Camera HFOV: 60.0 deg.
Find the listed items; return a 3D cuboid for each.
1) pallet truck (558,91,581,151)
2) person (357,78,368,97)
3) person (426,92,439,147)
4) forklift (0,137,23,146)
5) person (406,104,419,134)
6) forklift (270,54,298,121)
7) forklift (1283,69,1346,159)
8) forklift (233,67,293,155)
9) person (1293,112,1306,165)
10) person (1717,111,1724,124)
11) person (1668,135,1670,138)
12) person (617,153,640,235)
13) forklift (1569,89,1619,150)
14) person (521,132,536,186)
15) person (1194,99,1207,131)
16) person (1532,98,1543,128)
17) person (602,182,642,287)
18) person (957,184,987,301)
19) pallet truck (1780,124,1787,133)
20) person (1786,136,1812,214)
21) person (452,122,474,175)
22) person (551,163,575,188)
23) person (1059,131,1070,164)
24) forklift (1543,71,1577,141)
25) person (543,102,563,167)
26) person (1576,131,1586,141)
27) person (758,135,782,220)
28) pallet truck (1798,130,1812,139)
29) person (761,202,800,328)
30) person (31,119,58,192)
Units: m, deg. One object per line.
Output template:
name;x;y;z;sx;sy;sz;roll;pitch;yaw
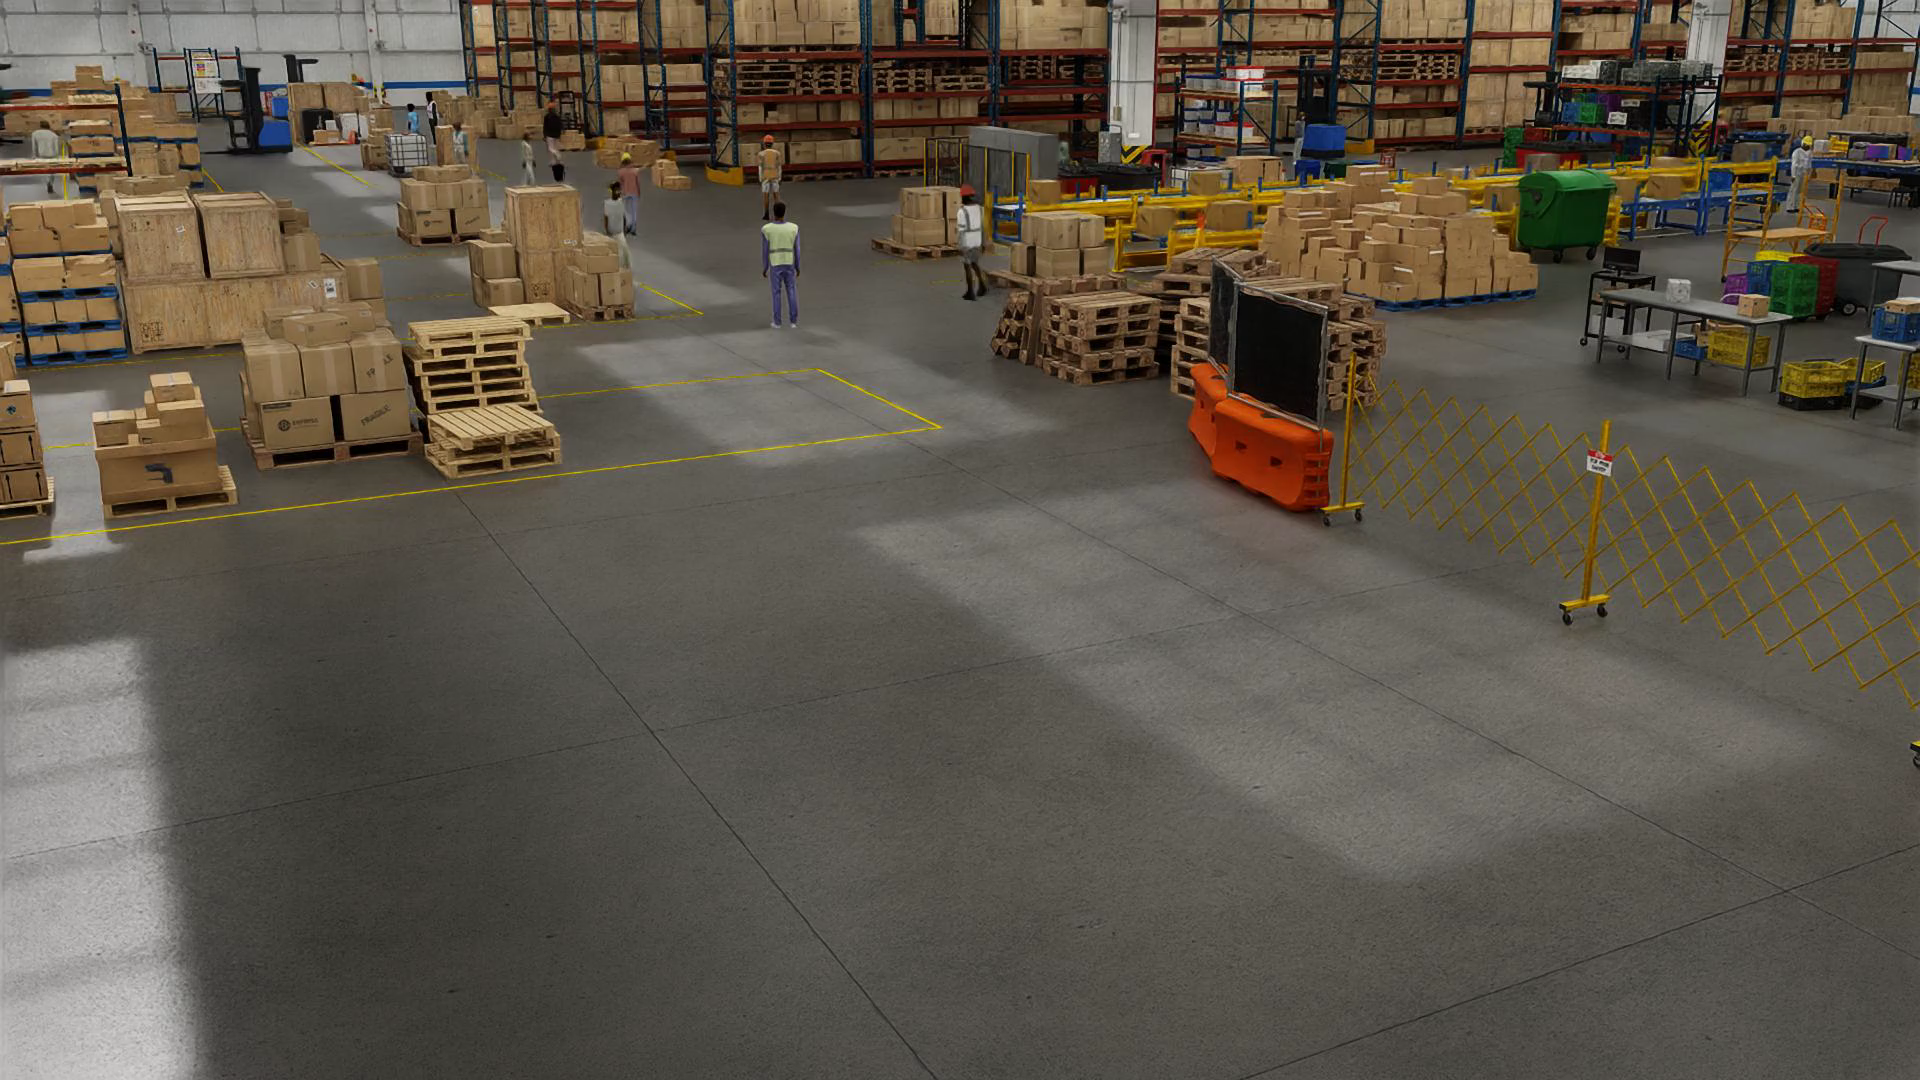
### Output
pallet truck;-13.495;-14.412;57.188;0.823;1.965;1.885;-3;18;-9
person;-25.206;-18.488;70.061;0.550;1.899;0.962;1;18;4
person;-18.562;-14.816;58.592;0.391;1.912;0.589;-12;21;-33
forklift;-34.698;-15.445;58.987;1.873;2.768;1.129;4;18;12
person;-18.150;-13.635;55.313;0.534;1.695;0.581;5;19;16
forklift;-28.276;-19.157;70.557;1.873;2.768;1.129;-9;20;-26
forklift;11.615;-13.871;54.079;1.129;2.768;1.873;-9;20;-27
forklift;-23.423;-14.297;55.405;1.873;2.768;1.129;-9;20;-26
person;10.629;-12.557;51.993;0.283;1.631;0.503;17;24;42
person;23.000;-12.226;50.784;0.540;1.735;0.783;-2;18;-6
person;26.032;-15.365;60.250;0.814;1.956;0.636;9;20;25
person;-7.153;-7.472;35.954;0.521;1.746;0.401;-7;19;-22
forklift;21.805;-14.717;56.716;1.873;2.768;1.129;-9;20;-27
person;-11.235;-9.882;43.645;0.562;1.621;0.546;1;18;3
person;9.106;-16.104;62.967;0.542;1.679;0.603;8;19;23
person;19.906;-14.360;57.401;0.312;1.768;0.524;16;24;40
person;-5.989;-5.334;29.163;0.539;1.834;0.875;-16;24;-41
person;0.172;-4.988;27.915;0.595;1.928;0.460;-14;23;-37
pallet truck;25.206;-12.542;52.601;1.601;1.201;0.680;0;18;-2
person;20.059;-8.704;39.674;0.586;1.823;0.403;-9;20;-25
person;-14.216;-11.091;47.435;0.524;1.619;0.589;8;19;24
person;-7.487;-6.160;31.558;0.675;1.943;0.606;11;21;31
person;2.681;-10.029;44.125;0.493;1.617;0.514;-13;22;-35
forklift;18.685;-13.231;52.085;1.873;2.768;1.129;-9;20;-26
person;-12.461;-12.402;50.957;0.652;1.974;0.638;12;21;32
person;18.398;-11.733;49.056;0.978;1.879;0.607;1;18;2
person;-4.401;-8.392;38.515;0.551;1.937;0.357;-6;19;-17
pallet truck;25.526;-11.556;49.408;1.630;1.274;0.653;-9;20;-26
person;-2.739;-4.204;25.493;0.590;1.919;0.395;-5;18;-15
person;-24.251;-10.195;44.190;0.639;1.908;0.830;-11;21;-30
